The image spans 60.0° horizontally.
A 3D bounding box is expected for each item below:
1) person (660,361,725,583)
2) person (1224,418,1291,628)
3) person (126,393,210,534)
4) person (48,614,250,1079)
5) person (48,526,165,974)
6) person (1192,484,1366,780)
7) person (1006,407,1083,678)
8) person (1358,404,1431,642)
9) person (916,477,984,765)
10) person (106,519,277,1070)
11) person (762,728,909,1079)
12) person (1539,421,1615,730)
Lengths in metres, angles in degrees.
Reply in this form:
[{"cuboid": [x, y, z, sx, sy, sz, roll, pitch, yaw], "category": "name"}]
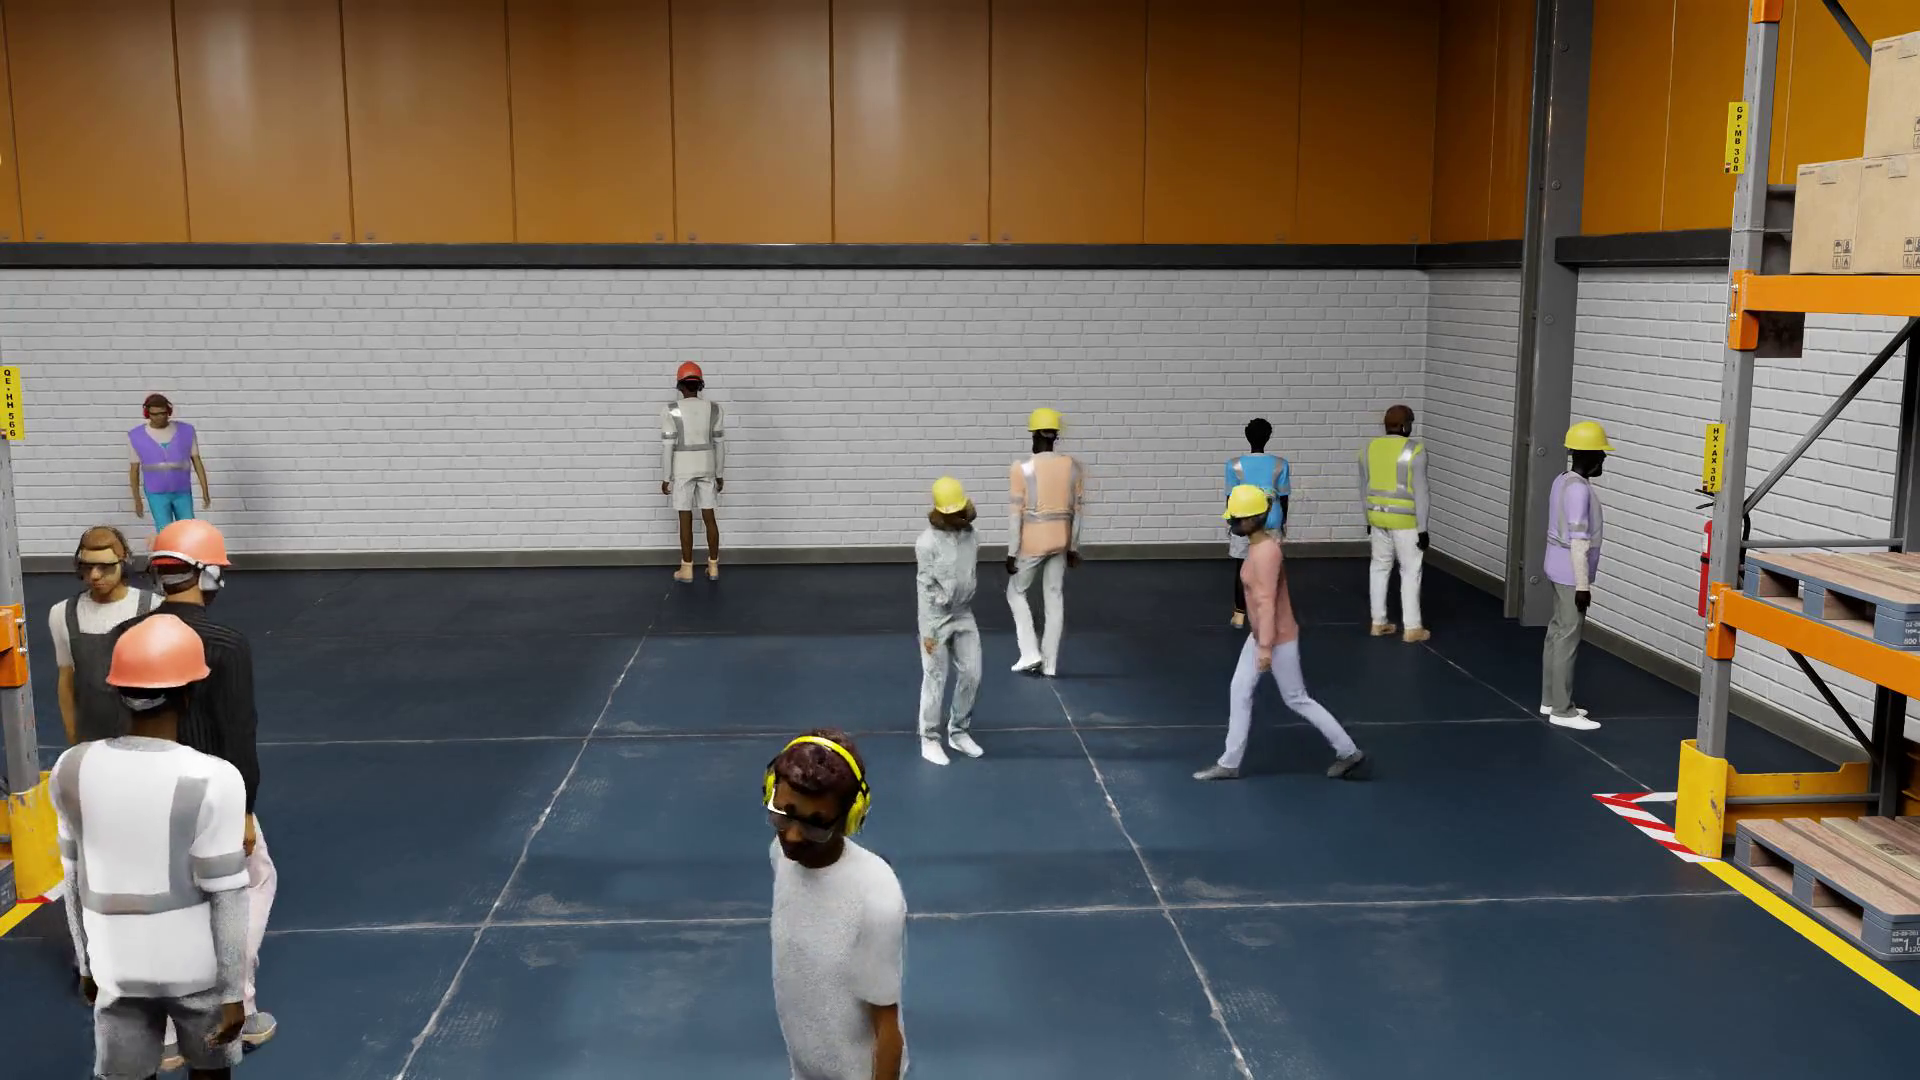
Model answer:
[{"cuboid": [-2.482, -0.629, 15.400, 0.610, 2.042, 0.396, -5, 10, -28], "category": "person"}, {"cuboid": [2.378, -0.127, 13.334, 0.532, 1.696, 0.318, 1, 9, 5], "category": "person"}, {"cuboid": [-7.032, -0.415, 14.774, 0.639, 1.810, 0.670, -6, 11, -32], "category": "person"}, {"cuboid": [-2.205, 1.166, 4.530, 0.556, 1.922, 0.742, 0, 9, 3], "category": "person"}, {"cuboid": [-3.474, 0.846, 6.866, 0.514, 1.798, 0.945, -2, 9, -15], "category": "person"}, {"cuboid": [1.810, 0.531, 9.218, 0.910, 1.704, 0.532, 0, 9, -1], "category": "person"}, {"cuboid": [0.569, 0.021, 11.719, 0.628, 1.910, 0.468, -4, 10, -26], "category": "person"}, {"cuboid": [3.389, -0.134, 12.942, 0.429, 1.839, 0.646, -7, 11, -37], "category": "person"}, {"cuboid": [-0.079, 0.470, 9.546, 0.500, 1.702, 0.498, -8, 12, -39], "category": "person"}, {"cuboid": [-2.750, 0.908, 5.991, 0.631, 1.961, 0.523, 2, 9, 12], "category": "person"}, {"cuboid": [-0.256, 1.303, 3.926, 0.534, 1.830, 0.536, -8, 12, -42], "category": "person"}, {"cuboid": [3.873, 0.214, 10.466, 0.370, 1.929, 0.585, 2, 9, 9], "category": "person"}]
